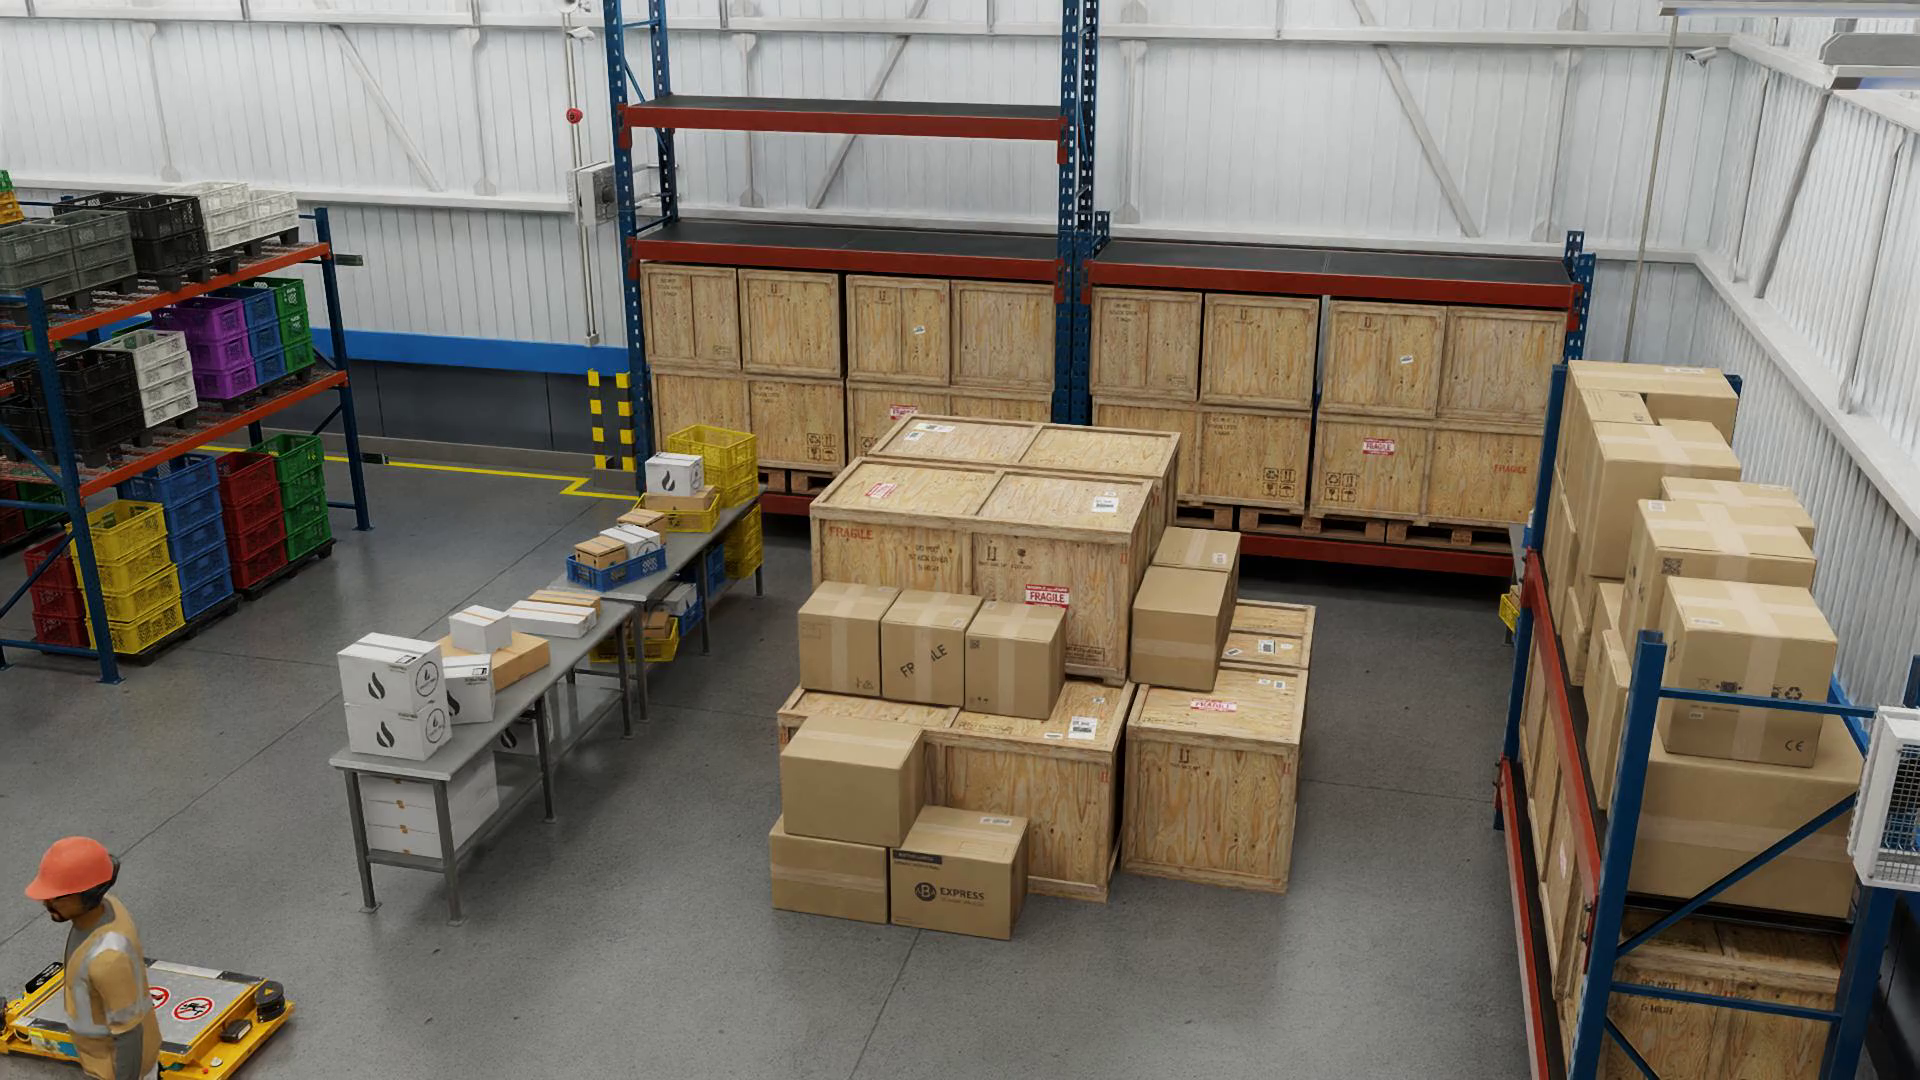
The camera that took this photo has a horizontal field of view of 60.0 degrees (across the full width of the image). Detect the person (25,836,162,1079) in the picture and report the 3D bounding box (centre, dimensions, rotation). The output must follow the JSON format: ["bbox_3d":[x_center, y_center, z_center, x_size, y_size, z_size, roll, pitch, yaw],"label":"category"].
[{"bbox_3d":[-3.537,2.143,6.953,0.365,2.048,0.607,-14,25,-32],"label":"person"}]

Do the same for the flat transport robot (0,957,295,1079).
[{"bbox_3d":[-4.270,2.464,8.601,1.431,0.231,0.659,5,22,13],"label":"flat transport robot"}]
